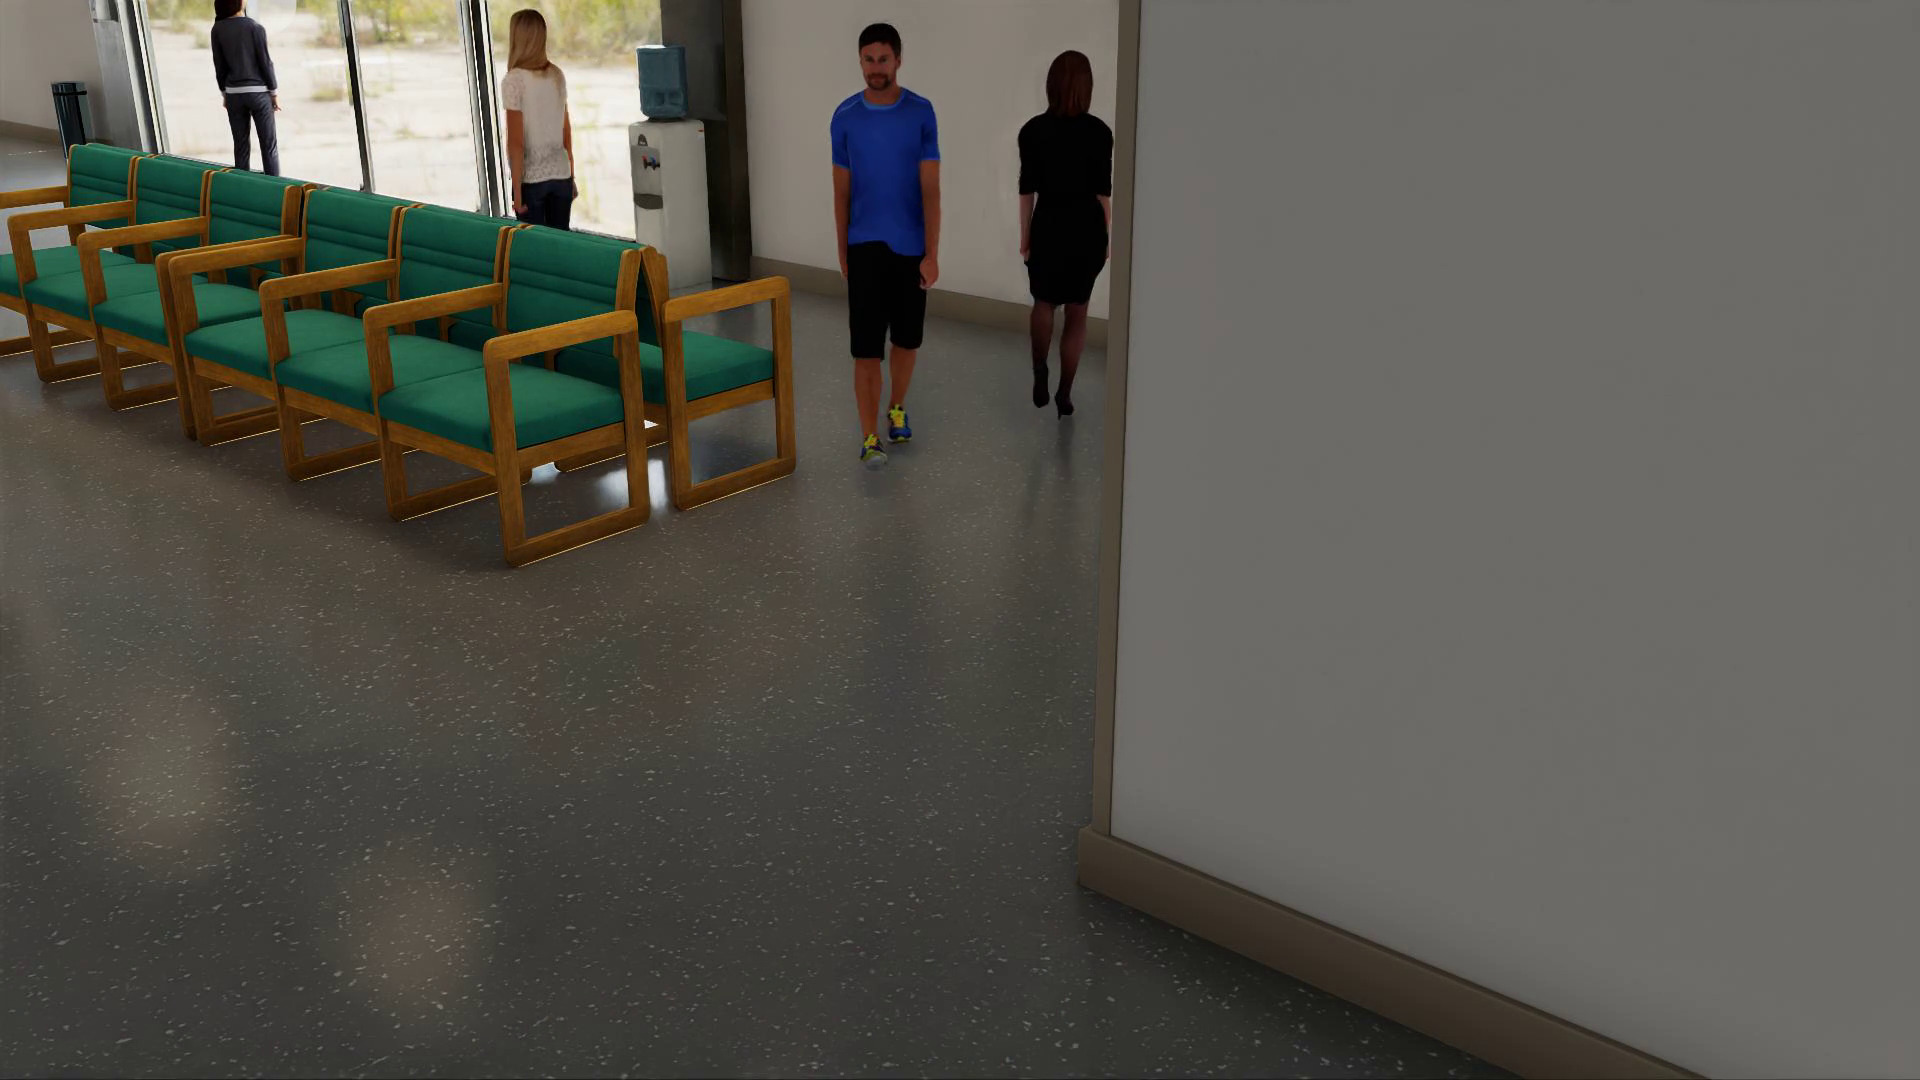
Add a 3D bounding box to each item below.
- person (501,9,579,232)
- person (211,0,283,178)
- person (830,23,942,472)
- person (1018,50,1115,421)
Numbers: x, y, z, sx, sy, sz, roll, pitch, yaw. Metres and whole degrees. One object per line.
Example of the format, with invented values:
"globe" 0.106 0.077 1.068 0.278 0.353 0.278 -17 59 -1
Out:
"person" -2.163 -1.891 8.902 0.674 1.796 0.738 15 25 34
"person" -5.735 -3.579 13.399 0.684 1.768 0.724 0 21 0
"person" -0.296 -1.244 7.170 1.136 1.813 1.210 -2 21 -4
"person" 0.478 -1.346 7.604 0.751 1.696 0.831 4 21 11
